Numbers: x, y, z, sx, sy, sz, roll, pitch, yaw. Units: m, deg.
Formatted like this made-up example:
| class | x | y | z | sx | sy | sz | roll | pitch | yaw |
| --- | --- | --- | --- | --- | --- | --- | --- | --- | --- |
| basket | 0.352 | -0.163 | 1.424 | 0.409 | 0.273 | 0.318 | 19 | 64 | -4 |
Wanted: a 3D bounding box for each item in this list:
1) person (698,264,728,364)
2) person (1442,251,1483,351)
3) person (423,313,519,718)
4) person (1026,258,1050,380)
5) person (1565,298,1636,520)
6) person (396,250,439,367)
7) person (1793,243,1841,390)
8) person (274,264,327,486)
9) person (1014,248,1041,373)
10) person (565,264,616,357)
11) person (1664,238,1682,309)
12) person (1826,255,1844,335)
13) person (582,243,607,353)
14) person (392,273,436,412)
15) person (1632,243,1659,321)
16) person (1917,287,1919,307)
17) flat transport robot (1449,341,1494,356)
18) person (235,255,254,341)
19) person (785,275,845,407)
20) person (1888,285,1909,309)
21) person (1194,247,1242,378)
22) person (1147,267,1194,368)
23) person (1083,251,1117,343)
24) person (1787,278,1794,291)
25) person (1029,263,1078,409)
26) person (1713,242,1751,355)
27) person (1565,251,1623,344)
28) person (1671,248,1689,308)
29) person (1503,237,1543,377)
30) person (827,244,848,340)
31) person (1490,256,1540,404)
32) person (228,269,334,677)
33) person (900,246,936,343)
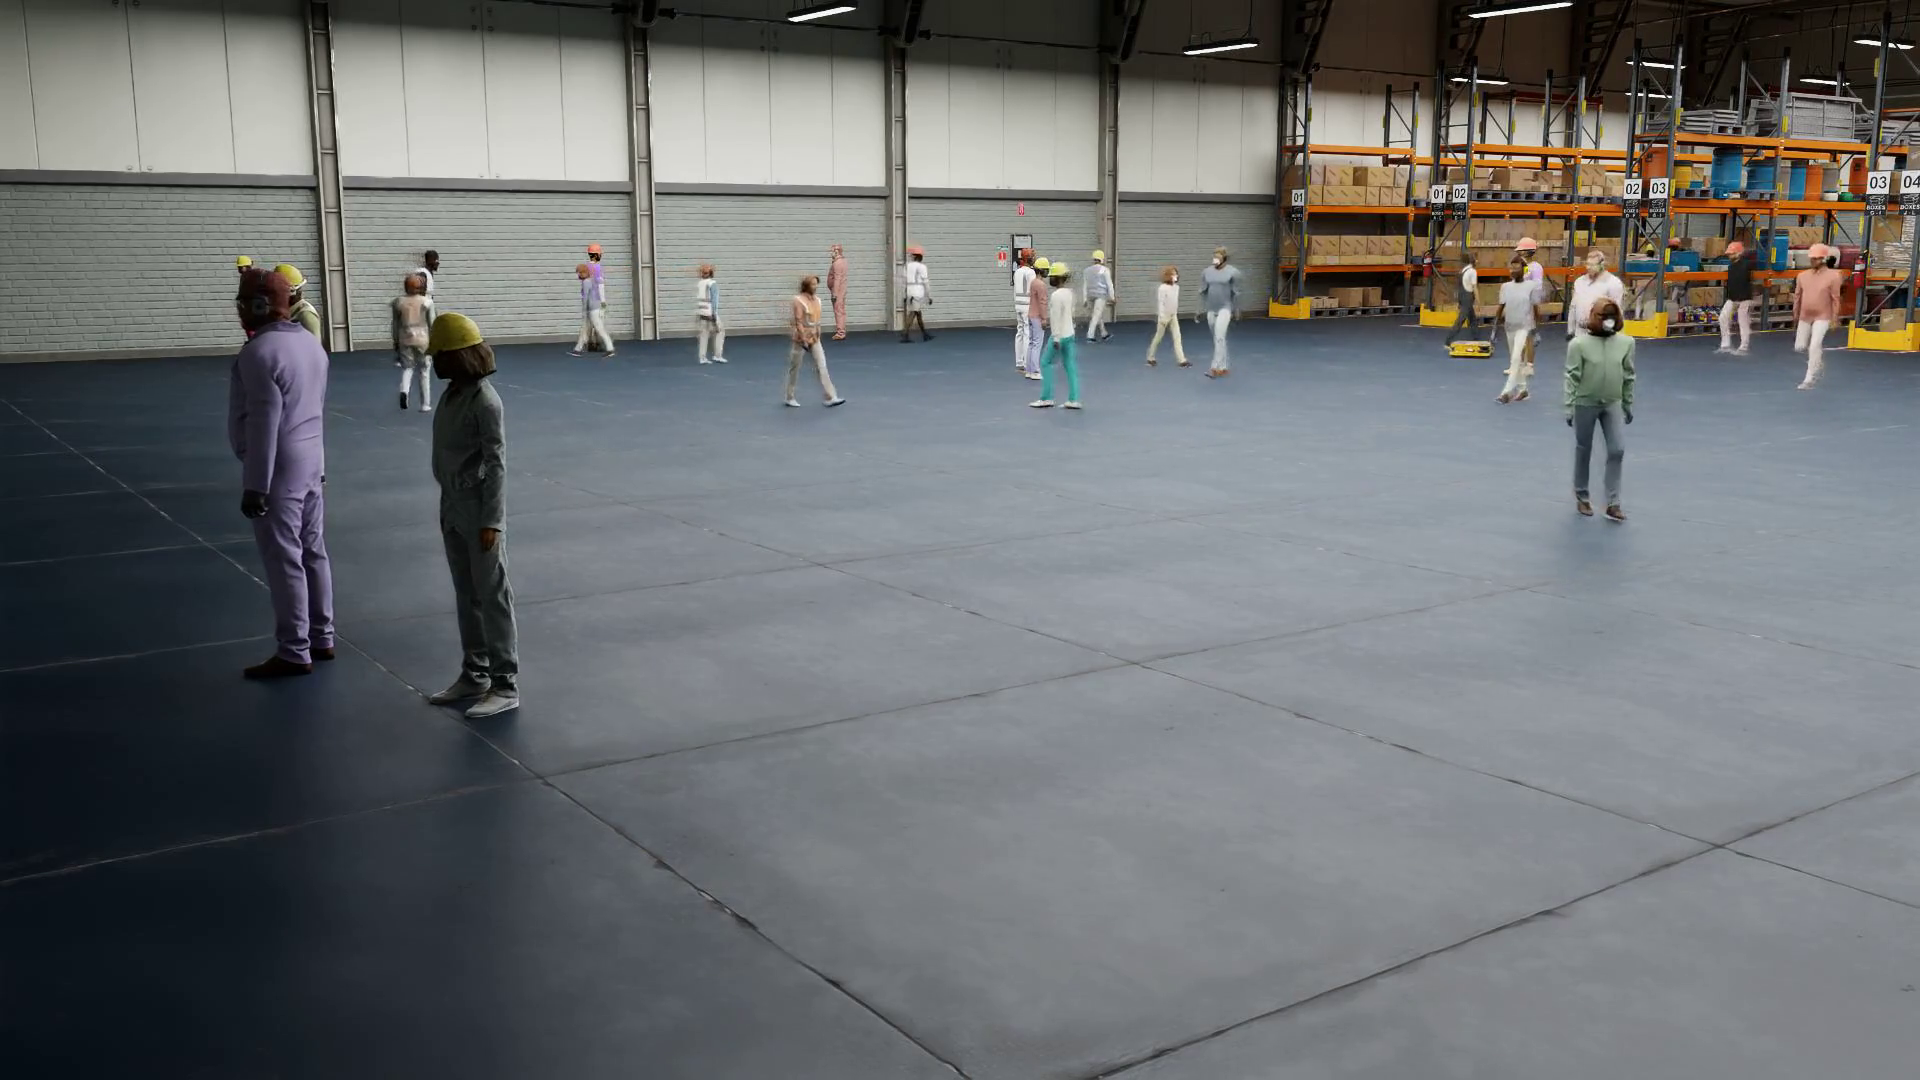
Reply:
| class | x | y | z | sx | sy | sz | roll | pitch | yaw |
| --- | --- | --- | --- | --- | --- | --- | --- | --- | --- |
| person | -4.007 | -3.658 | 26.960 | 0.575 | 1.618 | 0.537 | -8 | 13 | -38 |
| person | 9.149 | -4.285 | 29.934 | 0.960 | 1.798 | 0.526 | -1 | 10 | -4 |
| person | -2.127 | -0.107 | 7.178 | 0.305 | 1.738 | 0.484 | -9 | 14 | -41 |
| person | 1.155 | -3.195 | 24.063 | 0.349 | 1.759 | 0.522 | -3 | 11 | -15 |
| person | 4.673 | -0.943 | 12.083 | 0.533 | 1.606 | 0.700 | 0 | 10 | 3 |
| person | -8.463 | -3.648 | 26.328 | 1.060 | 1.833 | 0.597 | -3 | 11 | -16 |
| person | 11.603 | -3.019 | 22.503 | 0.645 | 1.977 | 0.620 | -7 | 13 | -35 |
| person | -5.456 | -1.336 | 13.654 | 0.404 | 1.830 | 0.600 | -9 | 14 | -42 |
| person | 1.019 | -3.465 | 25.189 | 0.356 | 1.882 | 0.574 | -5 | 12 | -27 |
| person | -6.330 | -3.913 | 28.438 | 0.878 | 1.585 | 0.532 | -2 | 10 | -9 |
| person | 16.606 | -5.993 | 38.709 | 0.612 | 2.012 | 0.890 | 10 | 14 | 43 |
| person | 17.837 | -5.003 | 34.162 | 0.541 | 1.679 | 0.613 | 6 | 12 | 31 |
| person | -6.496 | -4.315 | 29.695 | 0.356 | 1.936 | 0.551 | -10 | 14 | -44 |
| person | -6.390 | -2.300 | 19.482 | 0.530 | 1.627 | 0.487 | 0 | 10 | -2 |
| person | 15.472 | -5.710 | 37.431 | 0.601 | 1.908 | 0.448 | 7 | 12 | 33 |
| person | 21.451 | -5.537 | 36.820 | 0.560 | 1.779 | 1.015 | 8 | 13 | 38 |
| flat transport robot | 8.882 | -3.325 | 28.839 | 0.652 | 0.197 | 1.431 | 4 | 11 | 20 |
| person | -11.305 | -3.630 | 26.434 | 0.331 | 1.766 | 0.536 | -9 | 13 | -40 |
| person | -1.801 | -2.378 | 20.005 | 0.864 | 1.595 | 0.513 | 8 | 13 | 39 |
| person | 21.173 | -5.711 | 37.299 | 1.001 | 1.947 | 0.647 | -6 | 12 | -31 |
| person | 3.723 | -3.310 | 24.274 | 0.629 | 1.897 | 0.934 | 9 | 14 | 40 |
| person | 3.283 | -3.493 | 26.155 | 0.513 | 1.582 | 0.880 | -9 | 14 | -42 |
| person | 2.742 | -4.732 | 32.410 | 0.938 | 1.781 | 0.596 | -9 | 14 | -41 |
| person | 24.135 | -7.694 | 48.357 | 0.705 | 1.887 | 0.622 | 2 | 11 | 13 |
| person | 1.126 | -2.442 | 19.948 | 0.719 | 1.735 | 0.543 | 5 | 12 | 27 |
| person | 13.472 | -4.183 | 28.912 | 0.666 | 1.960 | 0.625 | -1 | 10 | -8 |
| person | 7.595 | -2.509 | 19.942 | 0.462 | 1.892 | 0.660 | -6 | 12 | -30 |
| person | 16.229 | -5.669 | 37.476 | 0.925 | 1.814 | 0.521 | -6 | 12 | -29 |
| person | 8.308 | -3.423 | 24.516 | 0.374 | 2.042 | 0.615 | -2 | 11 | -11 |
| person | -2.449 | -4.932 | 33.150 | 0.409 | 1.913 | 0.642 | 1 | 10 | 7 |
| person | 6.906 | -2.604 | 20.668 | 0.988 | 1.818 | 0.559 | -10 | 14 | -43 |
| person | -3.217 | -0.313 | 7.844 | 0.408 | 1.905 | 0.654 | 1 | 10 | 3 |
| person | -0.821 | -4.787 | 32.439 | 0.569 | 1.881 | 1.013 | 10 | 14 | 44 |
